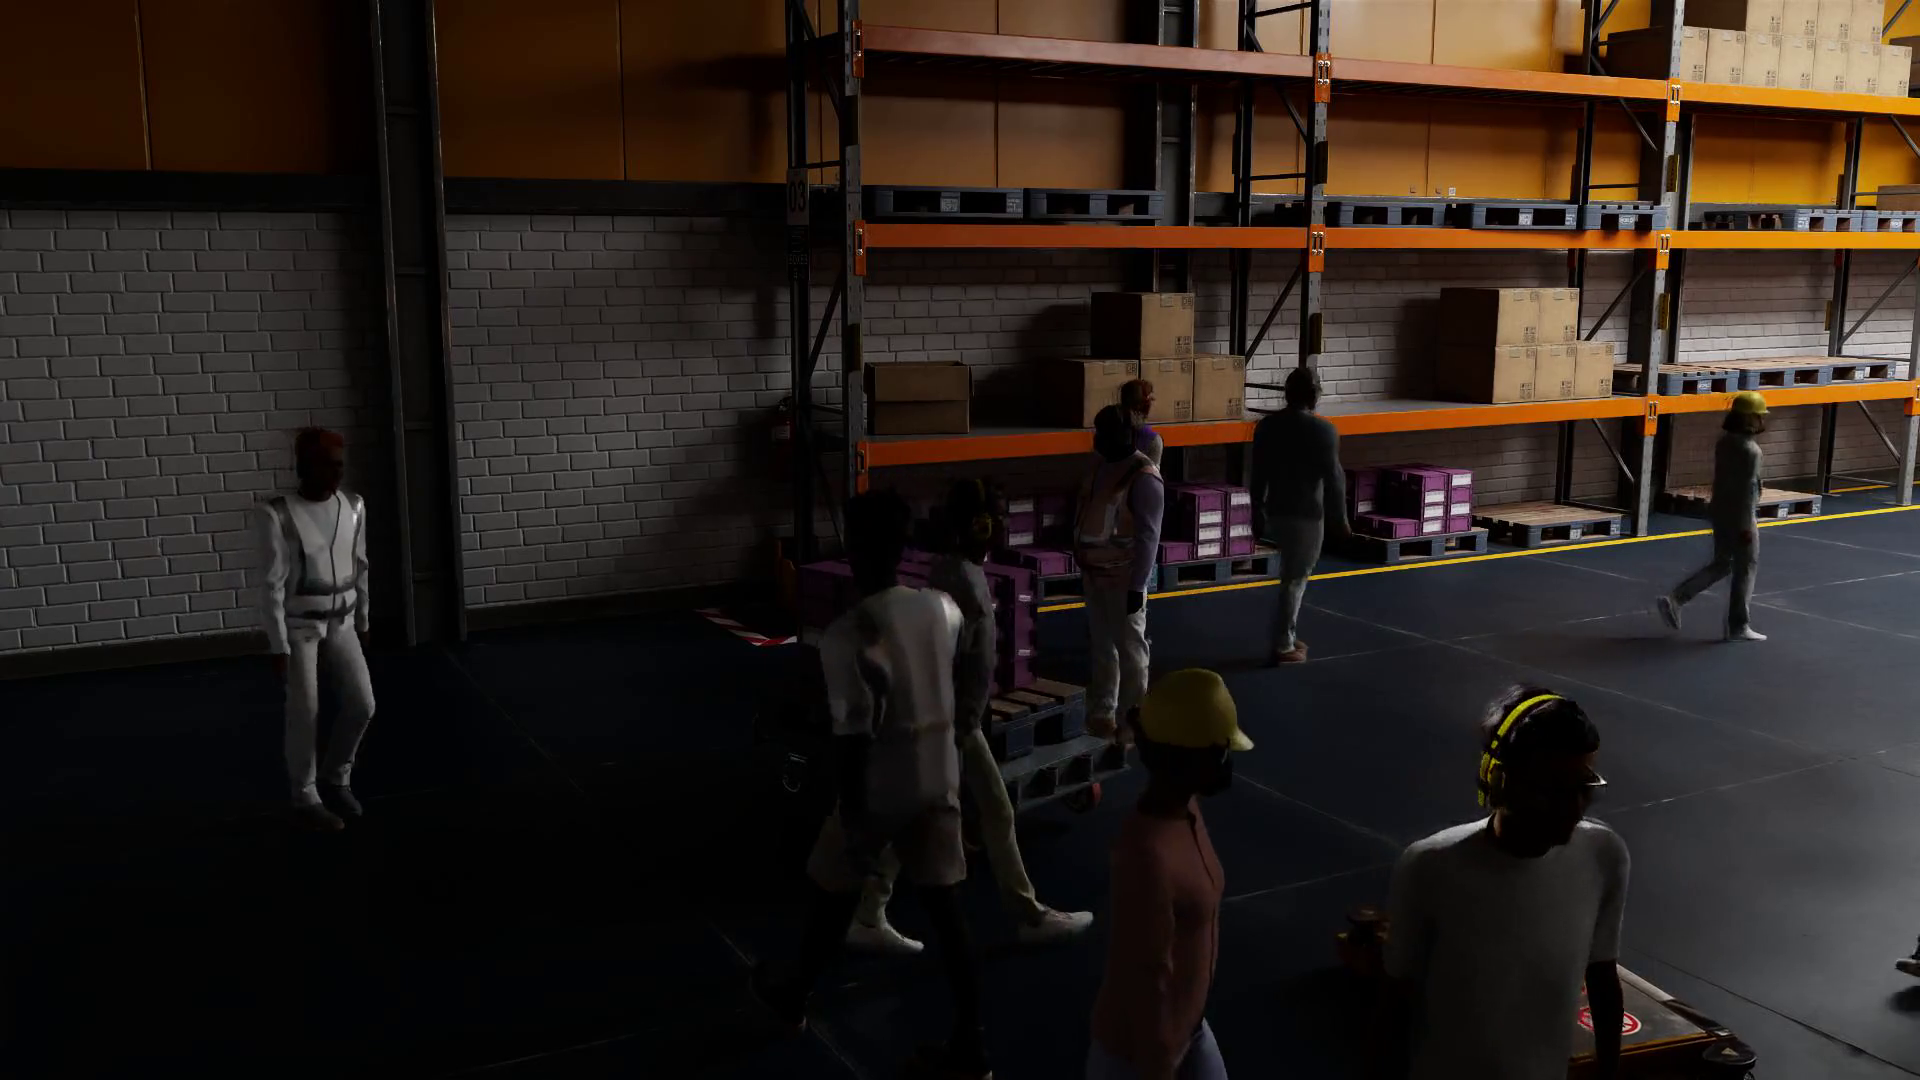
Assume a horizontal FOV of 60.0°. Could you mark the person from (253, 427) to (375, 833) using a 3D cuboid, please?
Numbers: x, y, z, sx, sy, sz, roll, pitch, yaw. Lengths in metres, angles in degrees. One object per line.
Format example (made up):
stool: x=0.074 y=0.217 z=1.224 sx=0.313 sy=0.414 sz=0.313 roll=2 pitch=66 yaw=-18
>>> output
person: x=-2.912 y=0.416 z=7.558 sx=0.413 sy=1.865 sz=0.619 roll=7 pitch=12 yaw=34

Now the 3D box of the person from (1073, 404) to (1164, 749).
person: x=0.820 y=0.195 z=8.893 sx=0.429 sy=1.844 sz=0.627 roll=-5 pitch=11 yaw=-25

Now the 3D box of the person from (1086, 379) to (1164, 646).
person: x=1.061 y=-0.136 z=10.857 sx=0.595 sy=1.830 sz=0.574 roll=-7 pitch=12 yaw=-37

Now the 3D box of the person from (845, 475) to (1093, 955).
person: x=0.003 y=0.671 z=6.217 sx=0.963 sy=1.828 sz=0.547 roll=-3 pitch=10 yaw=-14

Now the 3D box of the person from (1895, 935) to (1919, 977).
person: x=3.777 y=0.830 z=5.965 sx=0.865 sy=1.587 sz=0.525 roll=-6 pitch=11 yaw=-31

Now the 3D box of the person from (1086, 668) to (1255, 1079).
person: x=0.427 y=1.129 z=3.872 sx=0.896 sy=1.722 sz=0.555 roll=4 pitch=11 yaw=20

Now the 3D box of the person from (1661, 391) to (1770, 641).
person: x=5.178 y=-0.152 z=11.250 sx=0.614 sy=1.725 sz=0.486 roll=-1 pitch=10 yaw=-4

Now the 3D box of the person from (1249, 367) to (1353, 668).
person: x=2.201 y=-0.142 z=10.619 sx=0.605 sy=1.919 sz=0.638 roll=-6 pitch=11 yaw=-30

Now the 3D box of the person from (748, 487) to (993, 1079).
person: x=-0.273 y=0.775 z=5.397 sx=0.595 sy=1.895 sz=1.008 roll=-9 pitch=14 yaw=-43

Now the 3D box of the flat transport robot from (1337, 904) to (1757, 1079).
flat transport robot: x=1.925 y=1.550 z=5.609 sx=0.652 sy=0.197 sz=1.431 roll=-3 pitch=10 yaw=-17

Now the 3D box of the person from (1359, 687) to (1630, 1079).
person: x=1.054 y=1.141 z=3.504 sx=0.556 sy=1.833 sz=0.761 roll=-2 pitch=10 yaw=-10
